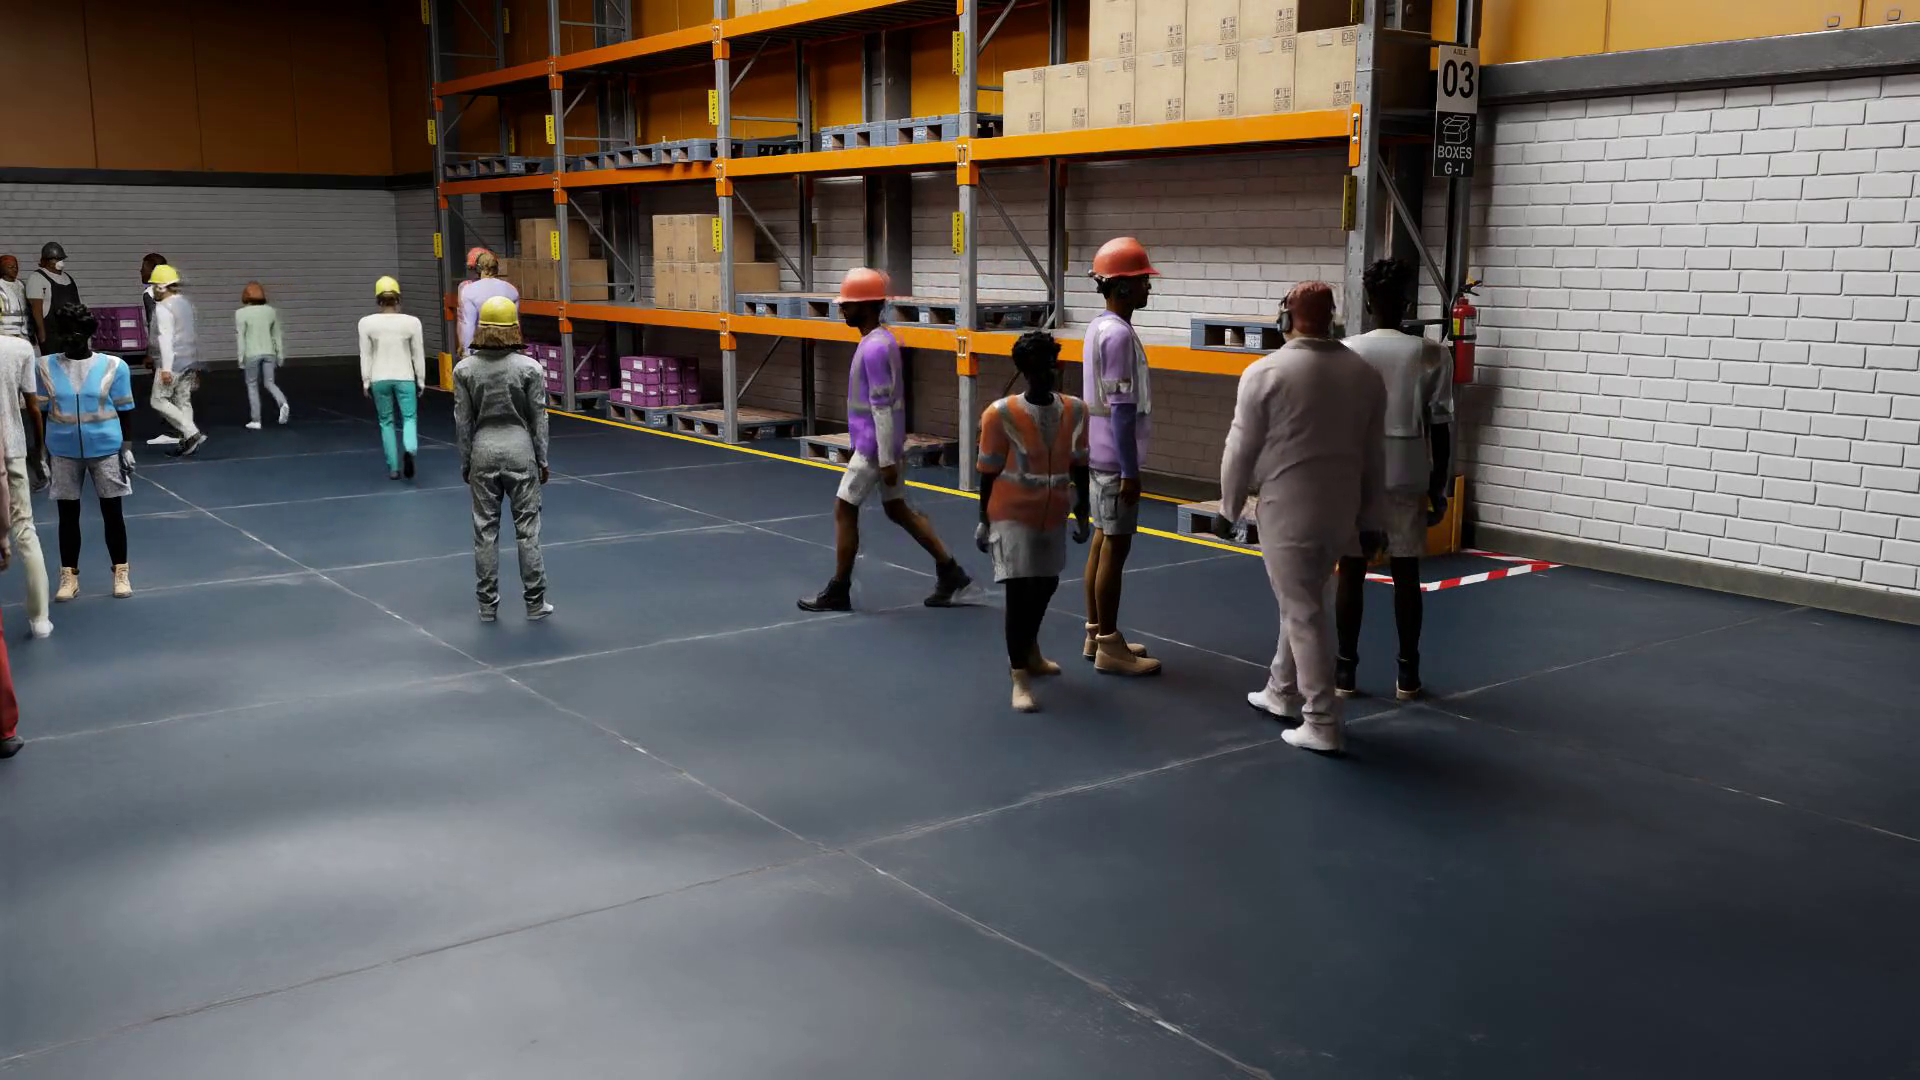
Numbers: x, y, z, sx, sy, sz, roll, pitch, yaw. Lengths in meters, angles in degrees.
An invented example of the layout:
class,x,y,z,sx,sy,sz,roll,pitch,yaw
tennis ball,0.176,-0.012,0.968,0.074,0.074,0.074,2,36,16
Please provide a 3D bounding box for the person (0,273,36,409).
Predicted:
class,x,y,z,sx,sy,sz,roll,pitch,yaw
person,-11.650,-2.518,20.407,0.712,1.817,0.492,-1,10,-8

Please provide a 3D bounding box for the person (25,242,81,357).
class,x,y,z,sx,sy,sz,roll,pitch,yaw
person,-10.970,-2.608,20.299,0.536,2.000,0.682,2,10,13

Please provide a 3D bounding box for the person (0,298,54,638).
class,x,y,z,sx,sy,sz,roll,pitch,yaw
person,-4.910,-0.400,8.427,0.533,1.864,0.310,-9,13,-40

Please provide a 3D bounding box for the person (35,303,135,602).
class,x,y,z,sx,sy,sz,roll,pitch,yaw
person,-4.960,-0.495,9.436,0.530,1.693,0.321,-4,11,-20

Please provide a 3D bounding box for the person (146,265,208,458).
class,x,y,z,sx,sy,sz,roll,pitch,yaw
person,-7.347,-1.649,15.546,0.420,1.823,0.609,0,10,-3

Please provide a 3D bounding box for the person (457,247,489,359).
class,x,y,z,sx,sy,sz,roll,pitch,yaw
person,-4.974,-2.081,17.494,0.652,1.983,0.595,3,11,17

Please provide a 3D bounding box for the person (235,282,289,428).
class,x,y,z,sx,sy,sz,roll,pitch,yaw
person,-7.590,-2.001,18.109,0.589,1.613,0.511,8,13,39

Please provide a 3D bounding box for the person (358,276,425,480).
class,x,y,z,sx,sy,sz,roll,pitch,yaw
person,-4.804,-1.355,14.097,0.528,1.754,0.546,-3,11,-17

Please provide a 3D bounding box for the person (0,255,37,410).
class,x,y,z,sx,sy,sz,roll,pitch,yaw
person,-11.518,-2.518,20.230,0.337,1.882,0.584,3,11,17

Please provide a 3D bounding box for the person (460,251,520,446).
class,x,y,z,sx,sy,sz,roll,pitch,yaw
person,-4.661,-1.884,16.528,0.358,1.938,0.636,9,14,42

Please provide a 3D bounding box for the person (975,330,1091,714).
class,x,y,z,sx,sy,sz,roll,pitch,yaw
person,0.307,-0.111,7.414,0.588,1.660,0.646,-5,11,-28

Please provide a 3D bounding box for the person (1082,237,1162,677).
class,x,y,z,sx,sy,sz,roll,pitch,yaw
person,0.756,-0.388,7.844,0.365,2.048,0.608,-1,10,-5

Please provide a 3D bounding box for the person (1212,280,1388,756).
class,x,y,z,sx,sy,sz,roll,pitch,yaw
person,1.334,-0.109,6.778,0.633,1.866,0.858,-5,11,-26

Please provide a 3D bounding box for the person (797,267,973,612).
class,x,y,z,sx,sy,sz,roll,pitch,yaw
person,-0.392,-0.538,9.118,0.936,1.904,0.547,1,10,3

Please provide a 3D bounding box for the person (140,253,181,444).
class,x,y,z,sx,sy,sz,roll,pitch,yaw
person,-8.069,-1.934,16.856,0.391,1.922,0.593,-1,10,-4

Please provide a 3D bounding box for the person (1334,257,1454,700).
class,x,y,z,sx,sy,sz,roll,pitch,yaw
person,1.864,-0.264,7.396,0.612,1.957,0.377,1,10,7

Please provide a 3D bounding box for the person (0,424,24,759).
class,x,y,z,sx,sy,sz,roll,pitch,yaw
person,-3.957,0.007,6.425,0.526,1.765,0.329,-7,12,-34

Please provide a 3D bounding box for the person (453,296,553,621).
class,x,y,z,sx,sy,sz,roll,pitch,yaw
person,-2.444,-0.430,8.931,0.489,1.744,0.295,-1,10,-6
